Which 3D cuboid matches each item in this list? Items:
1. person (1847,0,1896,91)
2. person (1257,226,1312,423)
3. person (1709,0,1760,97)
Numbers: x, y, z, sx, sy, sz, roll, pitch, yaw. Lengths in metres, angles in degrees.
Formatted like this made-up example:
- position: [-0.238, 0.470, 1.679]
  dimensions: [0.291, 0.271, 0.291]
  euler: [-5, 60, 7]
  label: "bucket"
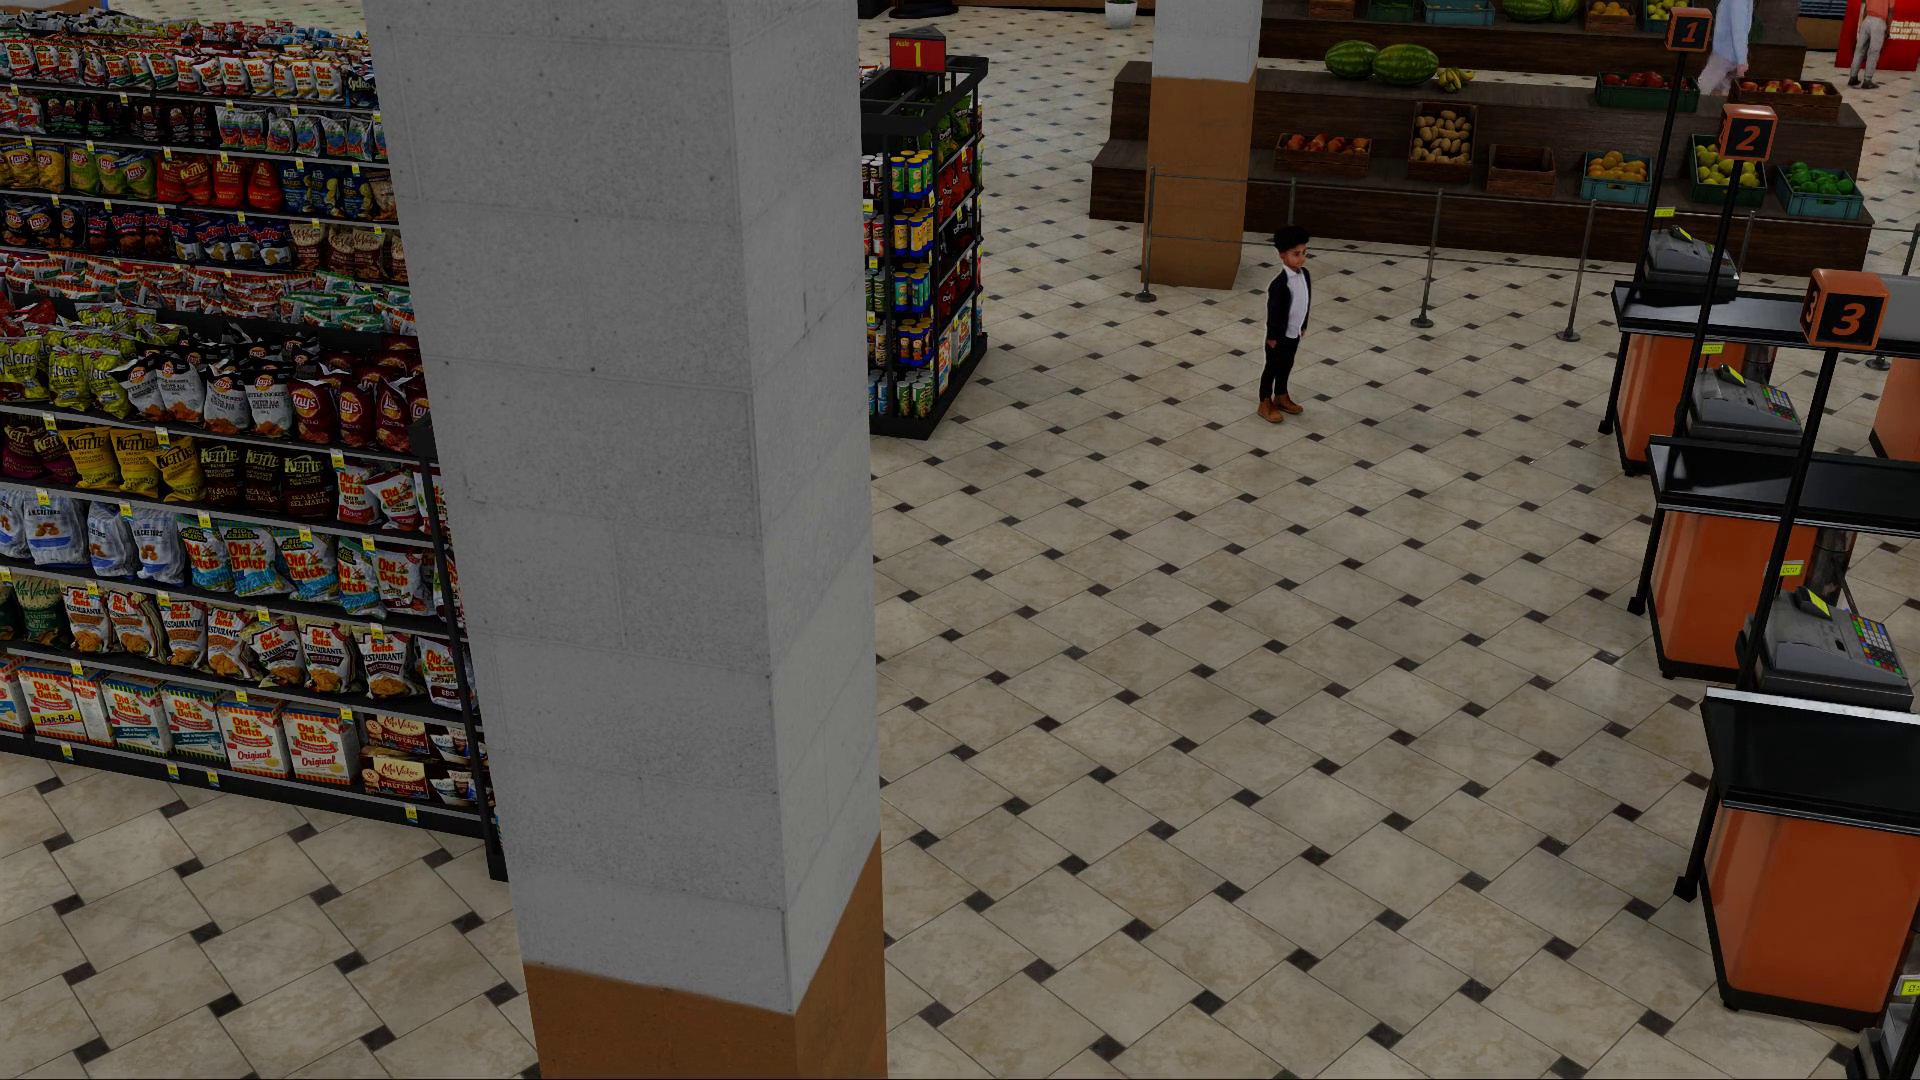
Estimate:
- position: [9.829, -5.529, 17.872]
  dimensions: [0.627, 1.310, 0.569]
  euler: [-15, 32, -25]
  label: "person"
- position: [2.016, -1.351, 10.307]
  dimensions: [0.582, 1.226, 0.617]
  euler: [-23, 36, -35]
  label: "person"
- position: [7.914, -5.263, 17.005]
  dimensions: [0.586, 1.675, 0.618]
  euler: [5, 29, 9]
  label: "person"
